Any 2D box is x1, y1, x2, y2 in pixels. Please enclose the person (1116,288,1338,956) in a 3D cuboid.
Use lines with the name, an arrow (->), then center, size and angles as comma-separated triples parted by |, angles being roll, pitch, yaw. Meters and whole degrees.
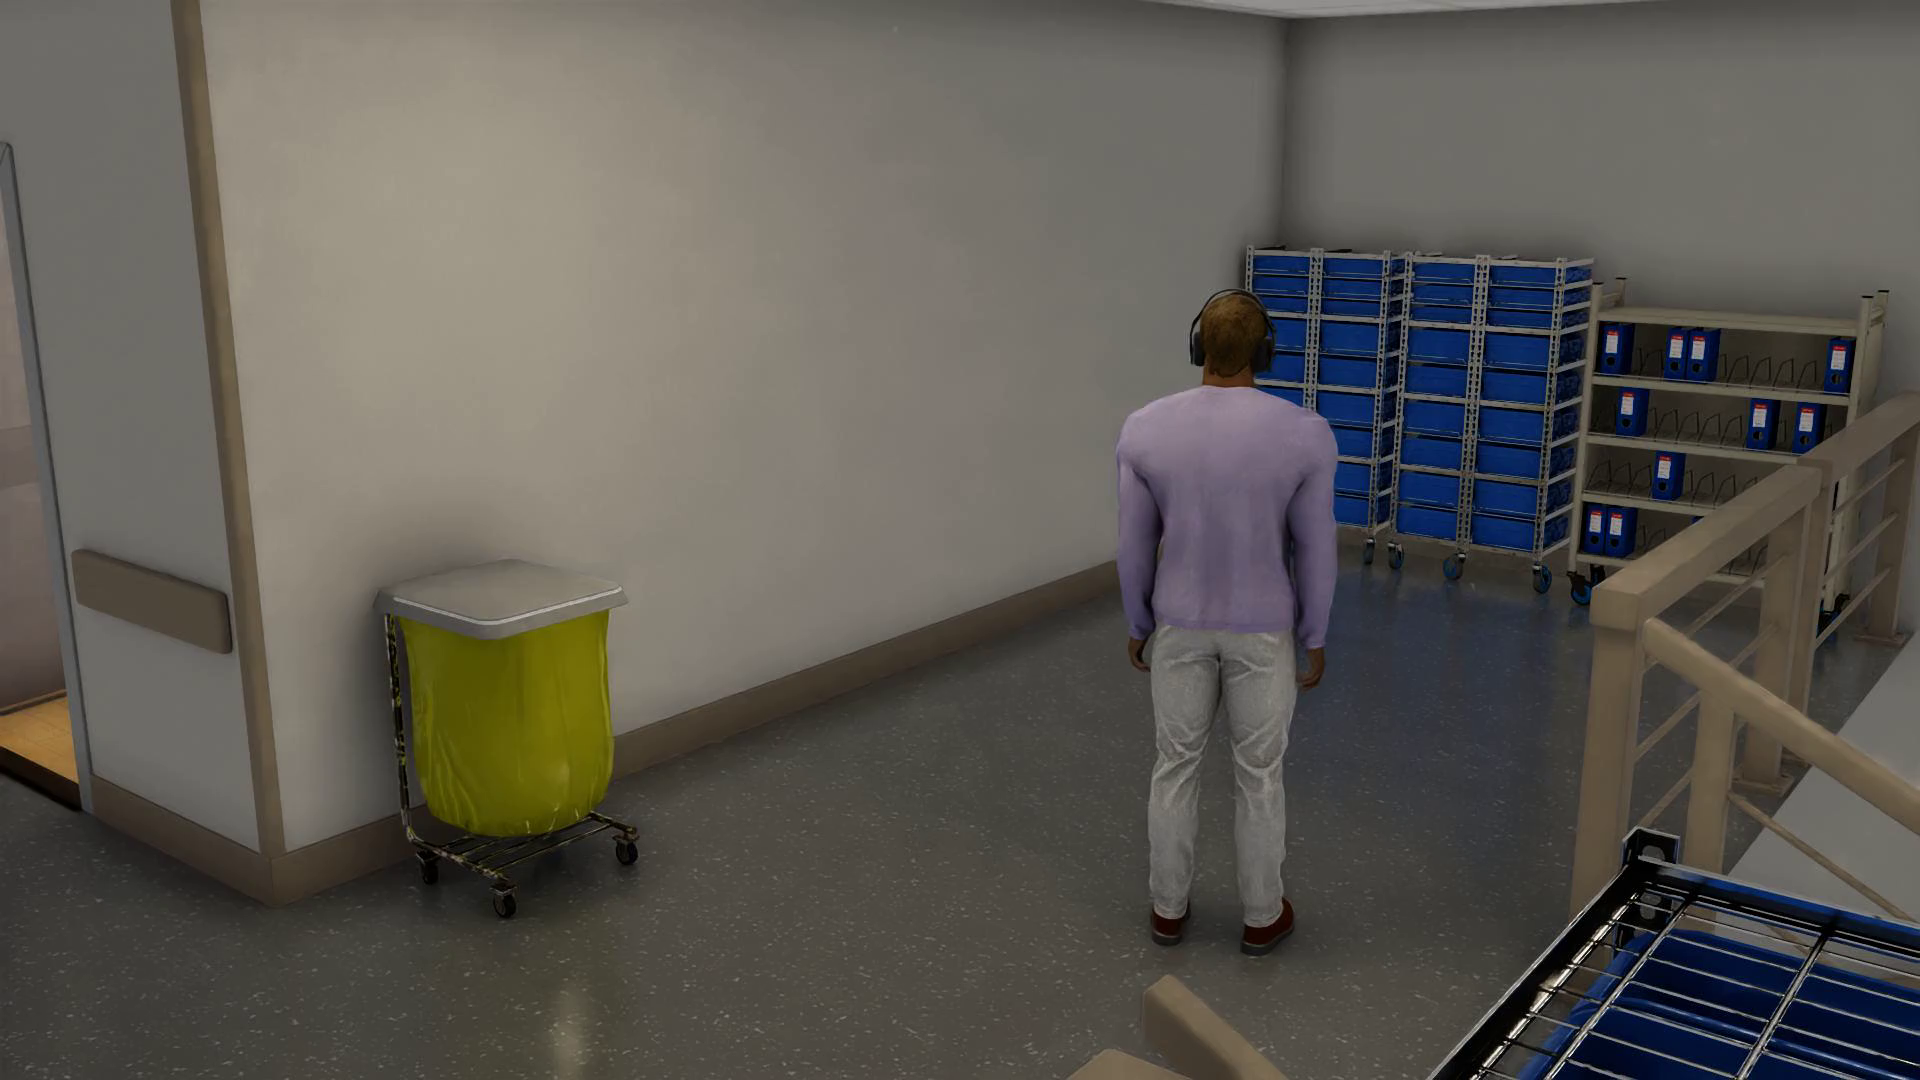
person -> 0.756, 0.253, 4.786 | 0.631, 1.940, 0.372 | 4, 14, 17
